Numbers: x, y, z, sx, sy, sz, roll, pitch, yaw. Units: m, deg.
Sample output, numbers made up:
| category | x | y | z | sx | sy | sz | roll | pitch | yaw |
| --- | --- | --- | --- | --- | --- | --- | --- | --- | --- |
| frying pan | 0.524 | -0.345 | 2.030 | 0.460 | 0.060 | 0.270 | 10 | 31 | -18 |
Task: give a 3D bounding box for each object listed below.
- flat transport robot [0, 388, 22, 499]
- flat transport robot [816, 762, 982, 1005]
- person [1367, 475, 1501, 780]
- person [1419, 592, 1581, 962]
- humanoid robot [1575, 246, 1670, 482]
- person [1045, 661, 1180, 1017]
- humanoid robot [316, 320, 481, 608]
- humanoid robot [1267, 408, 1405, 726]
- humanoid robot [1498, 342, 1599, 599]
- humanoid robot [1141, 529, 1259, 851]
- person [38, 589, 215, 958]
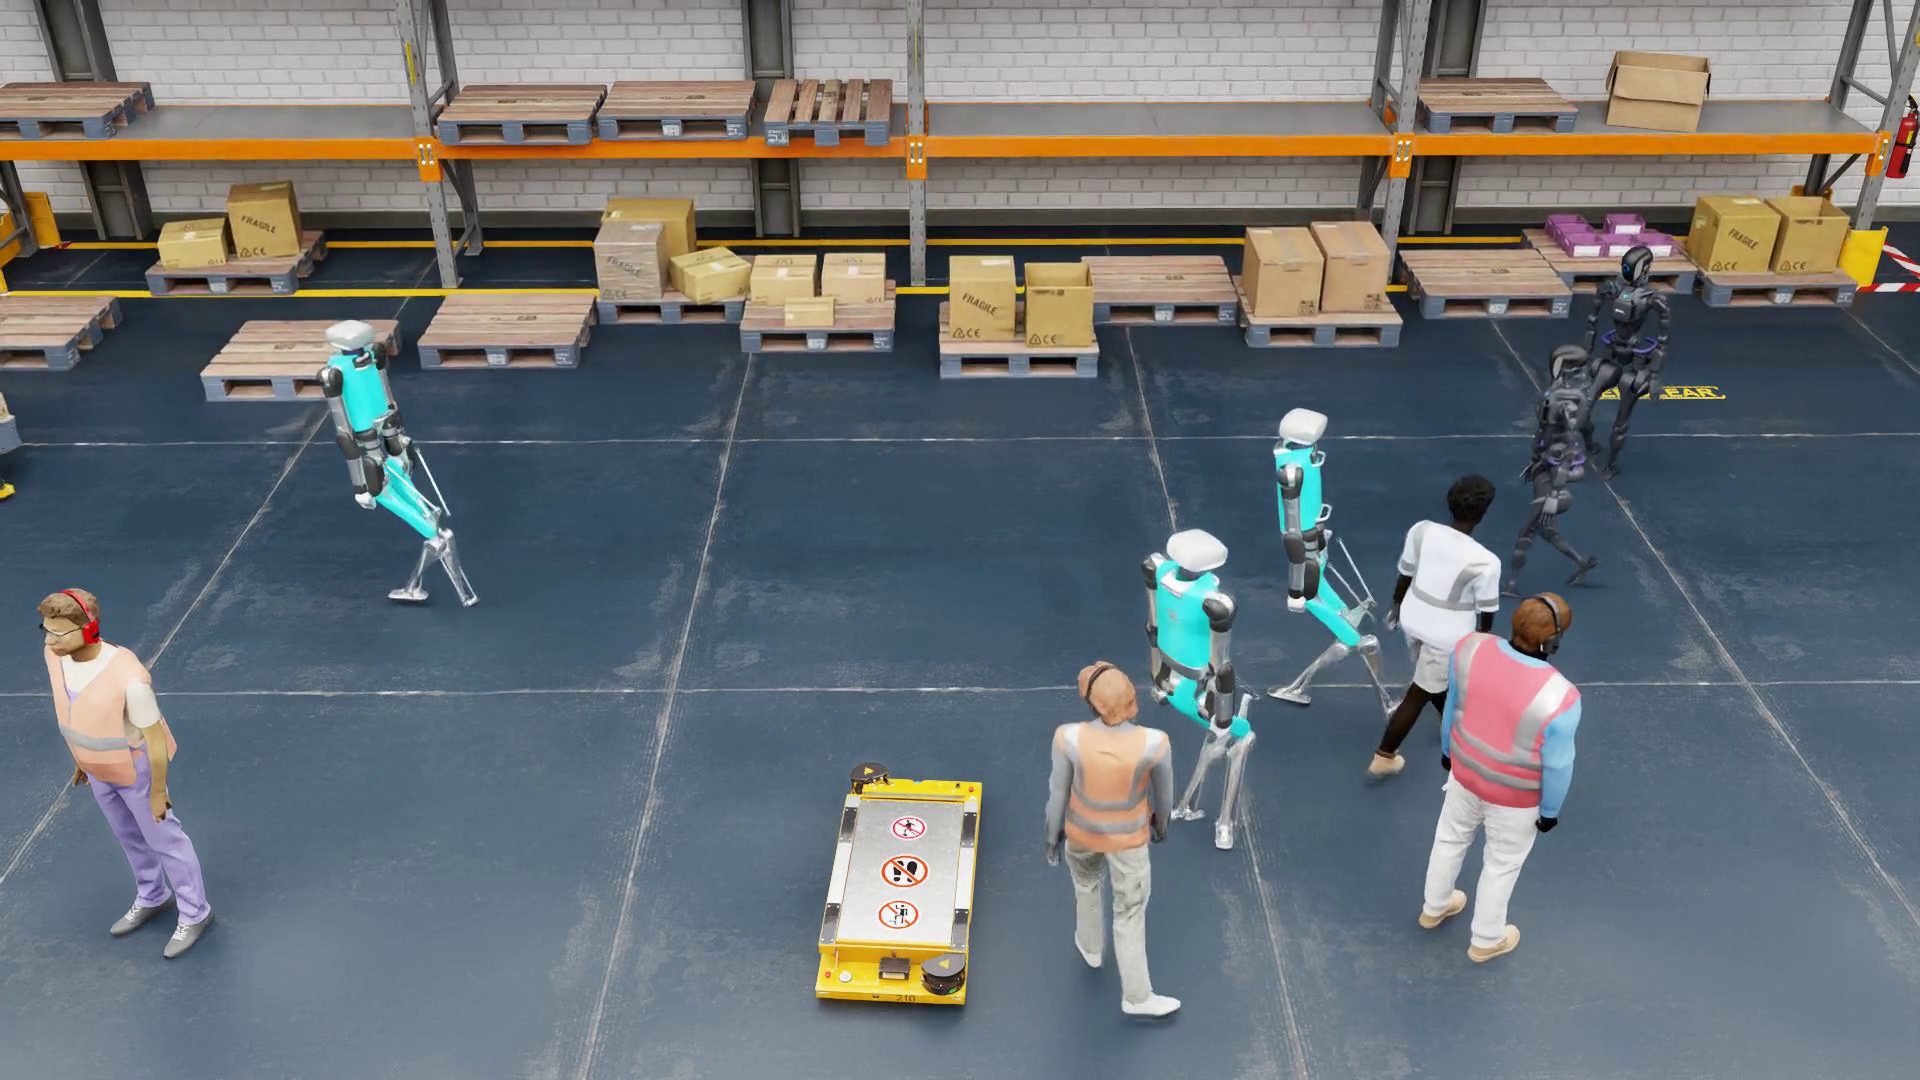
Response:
| category | x | y | z | sx | sy | sz | roll | pitch | yaw |
| --- | --- | --- | --- | --- | --- | --- | --- | --- | --- |
| flat transport robot | -7.071 | -0.396 | 11.071 | 1.431 | 0.231 | 0.659 | 15 | 34 | 23 |
| flat transport robot | -0.258 | 1.576 | 7.787 | 0.659 | 0.231 | 1.431 | 2 | 31 | 3 |
| person | 2.427 | 0.429 | 8.355 | 0.864 | 1.629 | 0.534 | -19 | 36 | -28 |
| person | 2.344 | 1.020 | 7.202 | 0.431 | 1.835 | 0.628 | -21 | 37 | -31 |
| humanoid robot | 4.369 | -1.148 | 10.959 | 0.340 | 1.646 | 0.613 | -24 | 38 | -34 |
| person | 0.677 | 1.277 | 7.001 | 0.640 | 1.595 | 0.474 | 9 | 32 | 14 |
| humanoid robot | -3.151 | -0.338 | 9.643 | 0.825 | 1.890 | 0.569 | 8 | 32 | 13 |
| humanoid robot | 2.055 | 0.201 | 8.692 | 0.961 | 1.788 | 0.532 | 10 | 32 | 16 |
| humanoid robot | 3.517 | -0.381 | 9.700 | 0.680 | 1.637 | 0.612 | 3 | 31 | 4 |
| humanoid robot | 1.212 | 0.673 | 7.858 | 0.745 | 1.763 | 0.544 | -21 | 37 | -31 |
| person | -3.624 | 0.993 | 7.223 | 0.564 | 1.849 | 0.390 | 14 | 34 | 22 |
